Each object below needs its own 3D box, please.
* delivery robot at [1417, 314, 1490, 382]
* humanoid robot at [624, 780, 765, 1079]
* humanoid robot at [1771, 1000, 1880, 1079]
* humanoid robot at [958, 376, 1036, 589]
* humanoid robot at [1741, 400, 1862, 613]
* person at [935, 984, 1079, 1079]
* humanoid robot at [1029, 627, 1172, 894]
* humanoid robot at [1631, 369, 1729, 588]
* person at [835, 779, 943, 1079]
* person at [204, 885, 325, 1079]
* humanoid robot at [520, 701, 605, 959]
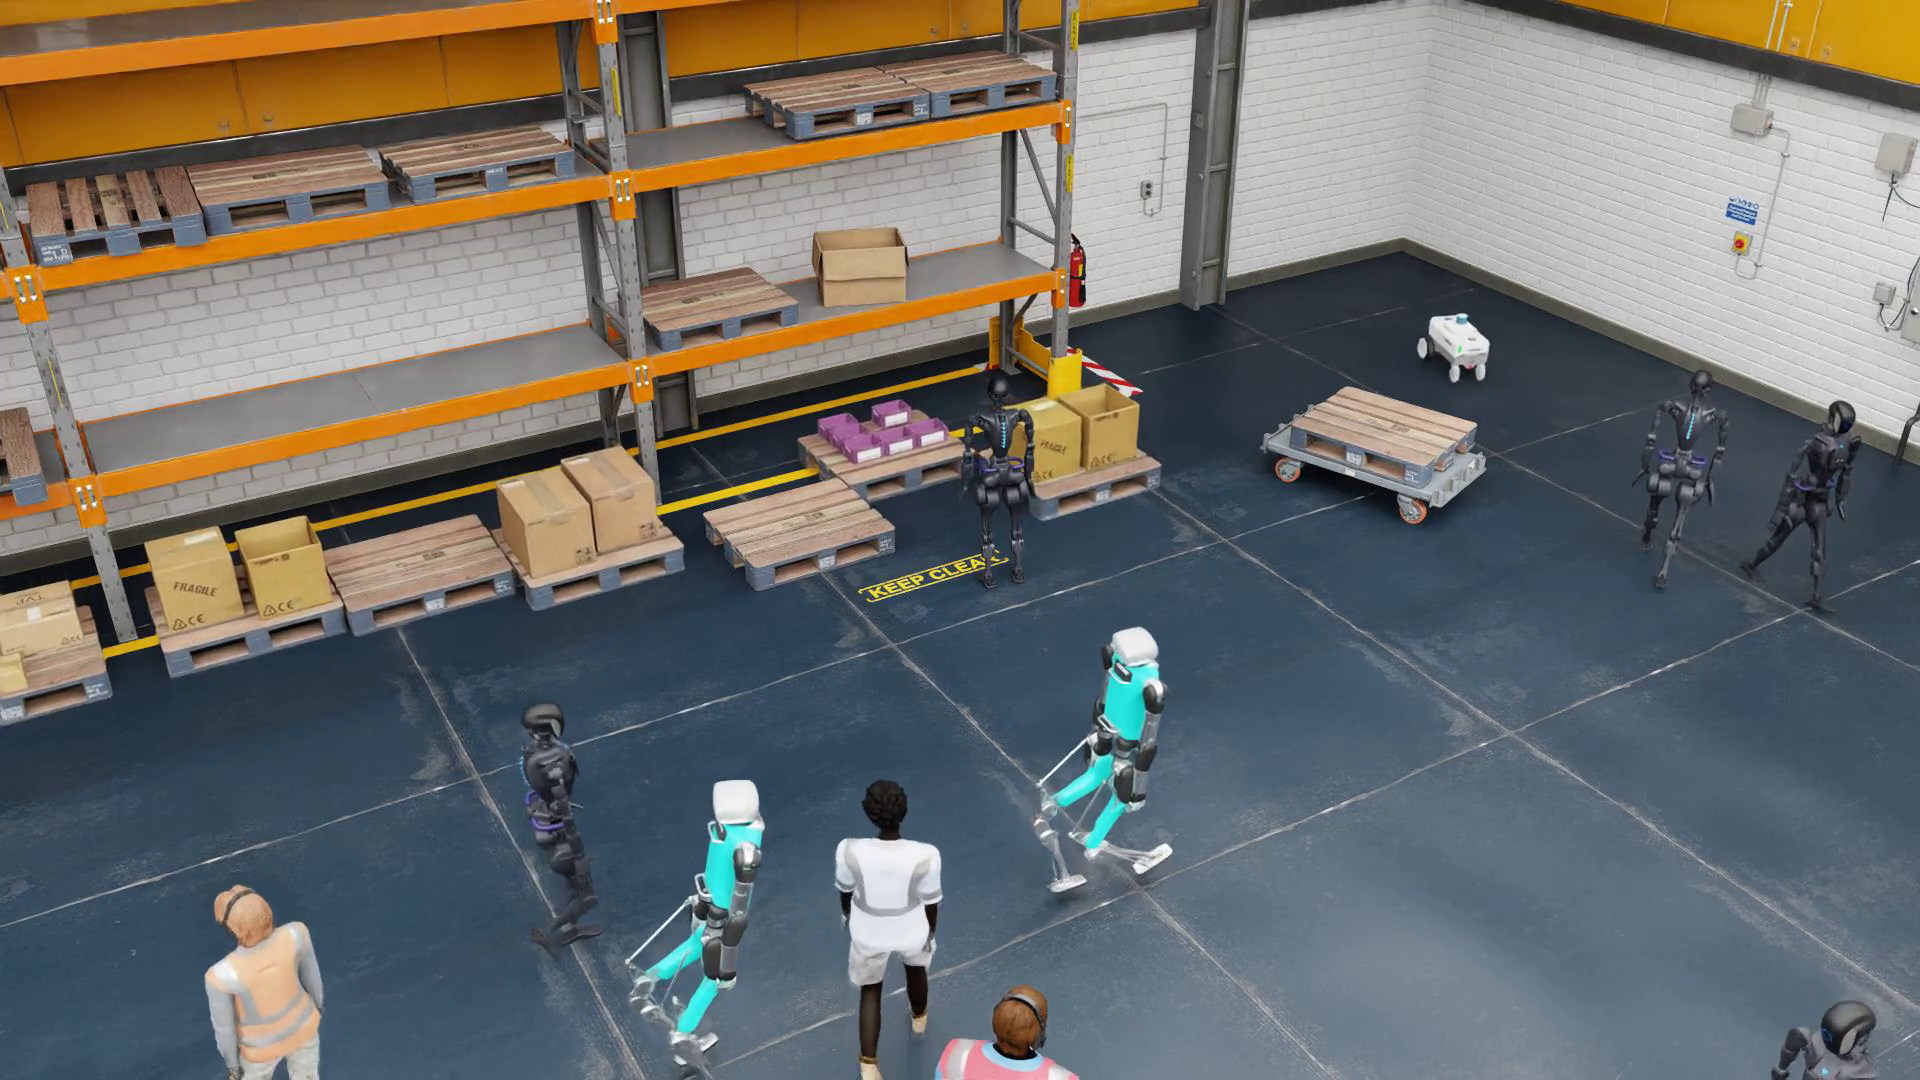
[{"bbox_3d":[4.790,-1.887,16.042,0.499,0.612,0.815,-5,30,-9],"label":"delivery robot"},{"bbox_3d":[-1.321,1.985,8.019,0.839,1.808,0.536,-10,31,-17],"label":"humanoid robot"},{"bbox_3d":[3.701,2.565,7.025,0.612,1.635,0.610,-15,33,-25],"label":"humanoid robot"},{"bbox_3d":[0.280,-0.432,12.293,0.599,1.657,0.315,-7,30,-13],"label":"humanoid robot"},{"bbox_3d":[6.187,-0.286,12.098,0.609,1.624,0.791,-8,30,-14],"label":"humanoid robot"},{"bbox_3d":[0.213,2.564,6.854,0.629,1.836,0.431,10,31,18],"label":"person"},{"bbox_3d":[0.758,1.298,9.180,1.022,1.730,0.550,-15,33,-24],"label":"humanoid robot"},{"bbox_3d":[5.377,-0.495,12.472,0.592,1.617,0.832,11,31,19],"label":"humanoid robot"},{"bbox_3d":[-0.343,1.942,8.121,0.531,1.663,0.709,-1,29,-2],"label":"person"},{"bbox_3d":[-3.120,2.256,7.599,0.394,1.624,0.539,22,36,33],"label":"person"},{"bbox_3d":[-2.172,1.530,8.835,0.424,1.651,0.608,-12,32,-20],"label":"humanoid robot"}]
